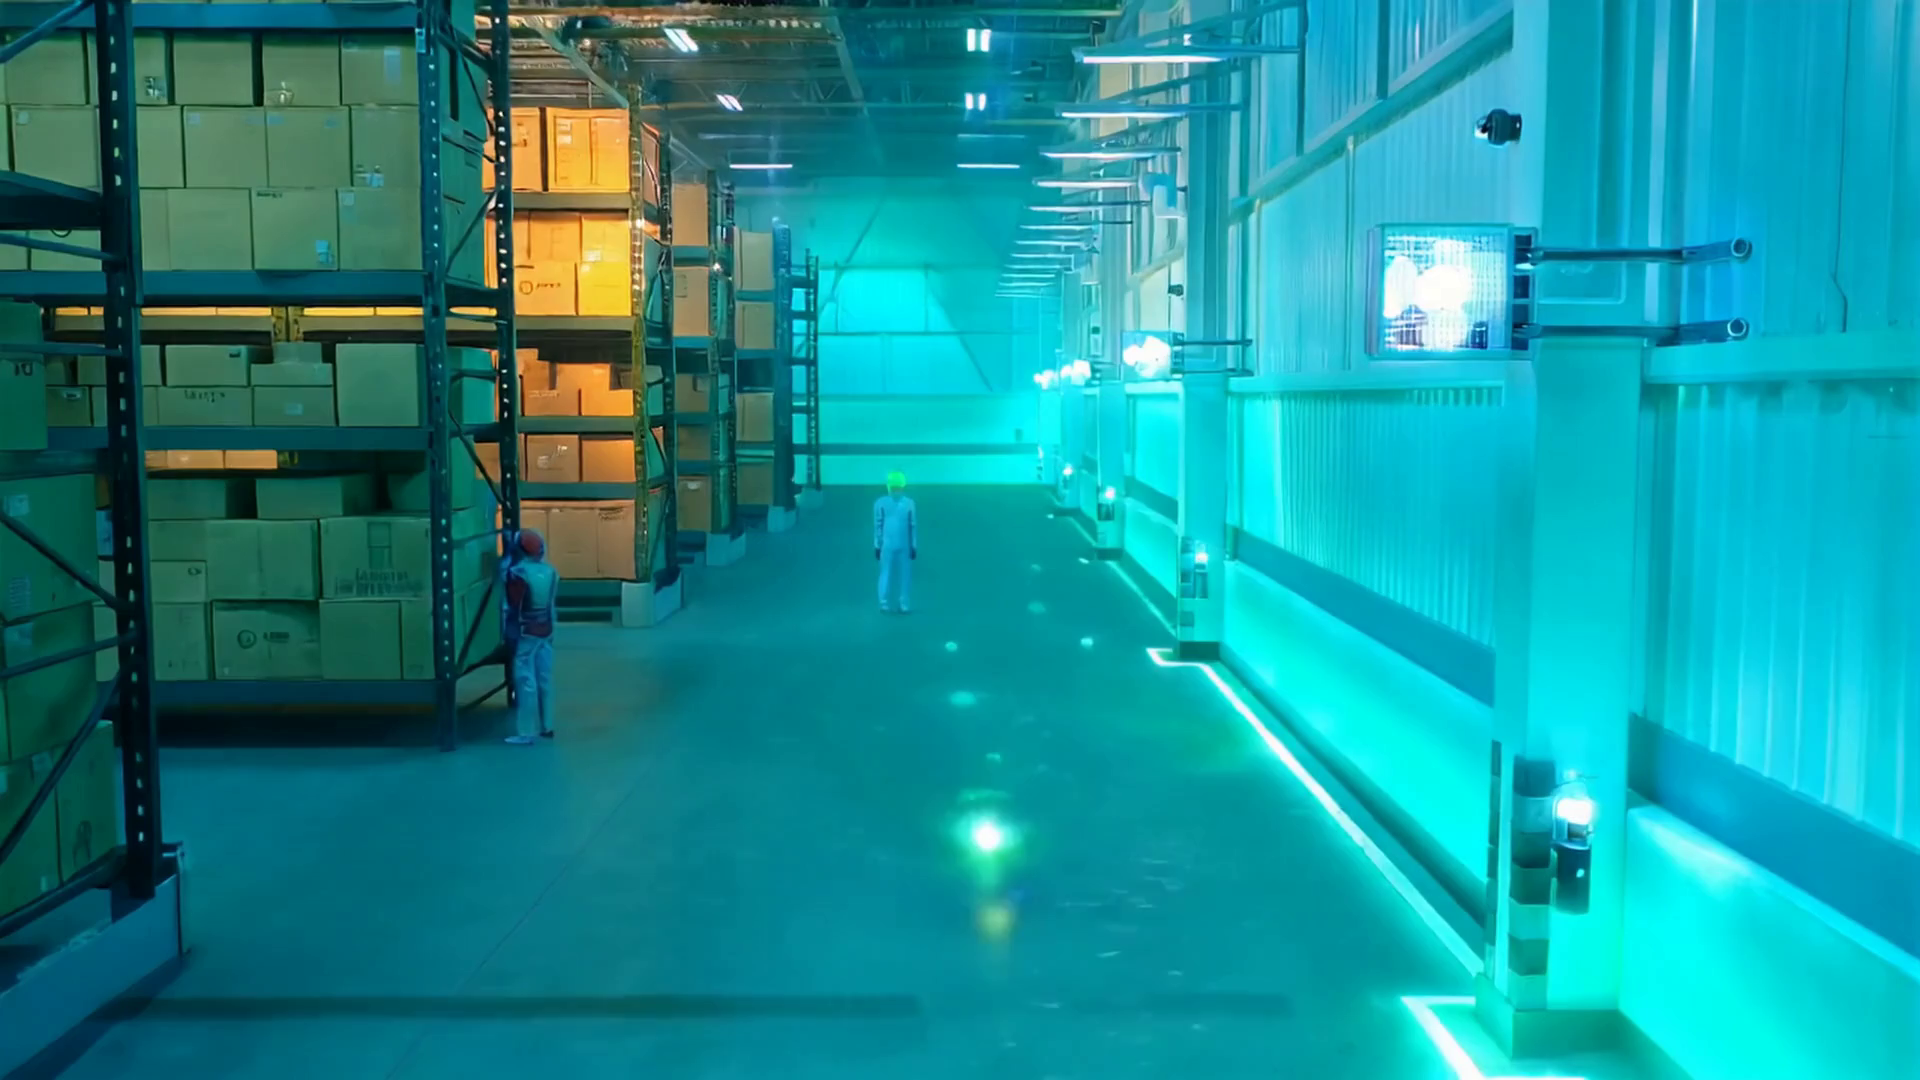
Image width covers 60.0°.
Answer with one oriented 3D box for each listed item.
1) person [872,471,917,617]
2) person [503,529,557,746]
[{"bbox_3d":[-0.767,0.049,19.884,0.568,1.744,0.351,-3,6,-29],"label":"person"},{"bbox_3d":[-3.238,0.733,12.577,0.314,1.632,0.523,3,6,29],"label":"person"}]
